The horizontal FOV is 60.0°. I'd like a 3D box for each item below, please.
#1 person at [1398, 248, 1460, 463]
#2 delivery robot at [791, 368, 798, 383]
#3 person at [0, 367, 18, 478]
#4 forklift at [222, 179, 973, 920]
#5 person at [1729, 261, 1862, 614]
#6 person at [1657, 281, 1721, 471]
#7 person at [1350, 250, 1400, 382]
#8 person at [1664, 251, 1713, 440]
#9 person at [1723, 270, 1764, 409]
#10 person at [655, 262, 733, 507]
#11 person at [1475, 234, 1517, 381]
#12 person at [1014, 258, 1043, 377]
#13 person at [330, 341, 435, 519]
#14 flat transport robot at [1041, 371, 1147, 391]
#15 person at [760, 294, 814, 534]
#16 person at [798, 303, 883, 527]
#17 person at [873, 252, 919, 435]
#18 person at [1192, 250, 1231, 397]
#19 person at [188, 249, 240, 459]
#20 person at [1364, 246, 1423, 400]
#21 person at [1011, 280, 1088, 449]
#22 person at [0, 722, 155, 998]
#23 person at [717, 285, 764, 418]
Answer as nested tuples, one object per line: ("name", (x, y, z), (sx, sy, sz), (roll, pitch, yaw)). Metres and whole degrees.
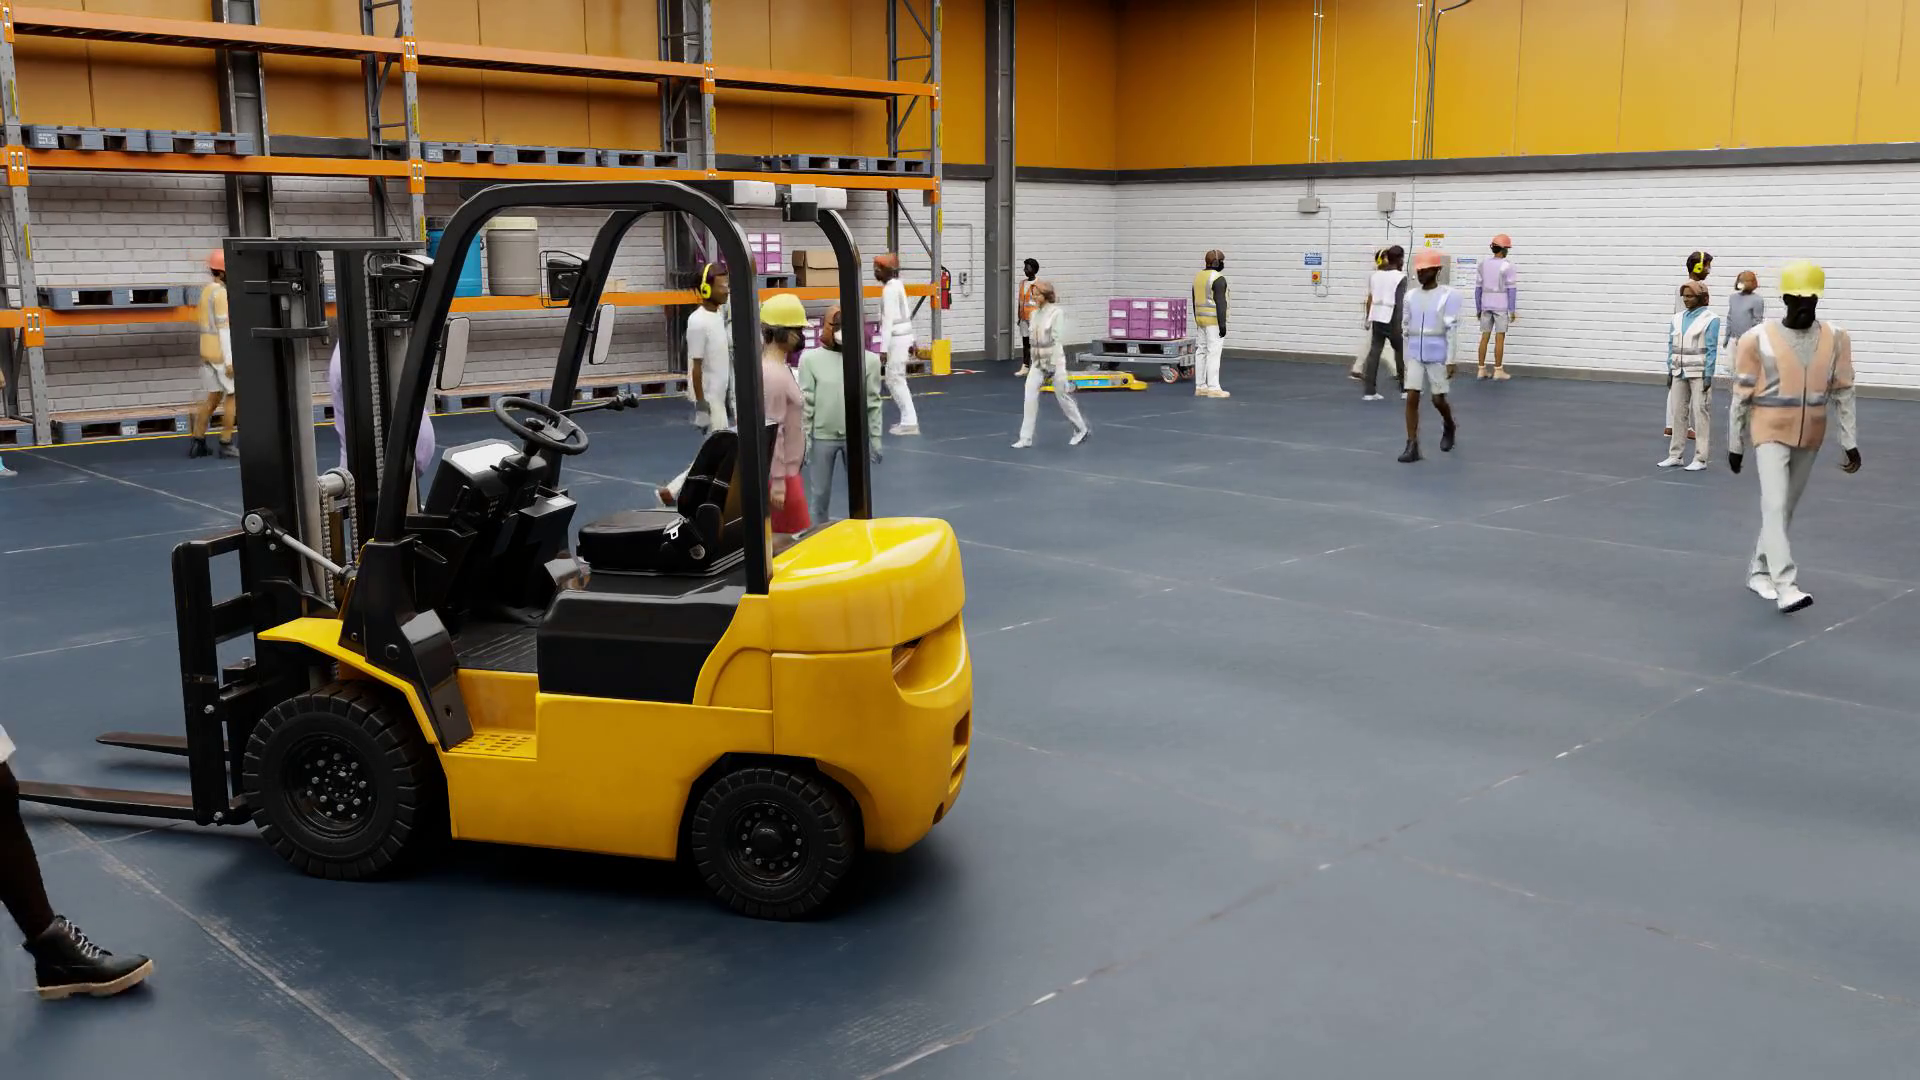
("person", (4.244, -1.663, 14.958), (0.552, 1.916, 0.739), (9, 14, 39))
("delivery robot", (-2.151, -1.911, 19.764), (0.477, 0.478, 0.707), (10, 14, 43))
("person", (-8.216, -1.407, 13.769), (0.563, 1.838, 0.389), (1, 10, 4))
("forklift", (-1.114, -0.058, 5.440), (2.313, 2.155, 1.214), (2, 11, 13))
("person", (4.512, -0.543, 8.953), (0.592, 1.883, 0.958), (0, 10, -1))
("person", (6.324, -1.416, 14.385), (0.311, 1.631, 0.506), (-4, 11, -23))
("person", (5.884, -3.113, 23.136), (0.943, 1.821, 0.522), (6, 12, 28))
("person", (7.279, -1.935, 16.581), (0.328, 1.865, 0.521), (0, 10, -2))
("person", (9.188, -2.339, 19.421), (0.463, 1.624, 0.504), (-3, 11, -17))
("person", (-1.714, -0.927, 11.129), (0.633, 1.850, 0.530), (1, 10, 6))
("person", (7.520, -3.256, 23.295), (0.391, 2.040, 0.614), (-8, 13, -38))
("person", (1.014, -3.162, 23.722), (0.321, 1.697, 0.529), (-10, 14, -43))
("person", (-2.421, -0.207, 7.043), (0.403, 1.906, 0.652), (-4, 11, -21))
("flat transport robot", (1.656, -2.084, 21.737), (1.431, 0.197, 0.652), (-3, 11, -14))
("person", (-0.898, -0.332, 8.168), (0.729, 1.747, 0.539), (-1, 10, -3))
("person", (-0.706, -0.585, 9.849), (0.505, 1.632, 0.281), (-1, 10, -8))
("person", (-0.640, -1.977, 16.839), (0.481, 1.848, 0.599), (0, 10, 2))
("person", (3.170, -2.712, 20.873), (0.429, 1.842, 0.635), (-4, 11, -23))
("person", (-6.707, -1.663, 15.023), (0.530, 1.905, 0.640), (-9, 14, -40))
("person", (5.360, -2.675, 20.547), (0.906, 1.879, 0.611), (-6, 12, -31))
("person", (0.887, -1.683, 15.925), (0.818, 1.601, 0.514), (-9, 14, -40))
("person", (-2.701, 0.313, 4.178), (1.009, 1.921, 0.603), (-1, 10, -6))
("person", (-2.426, -2.227, 18.536), (0.498, 1.718, 0.600), (2, 11, 10))
